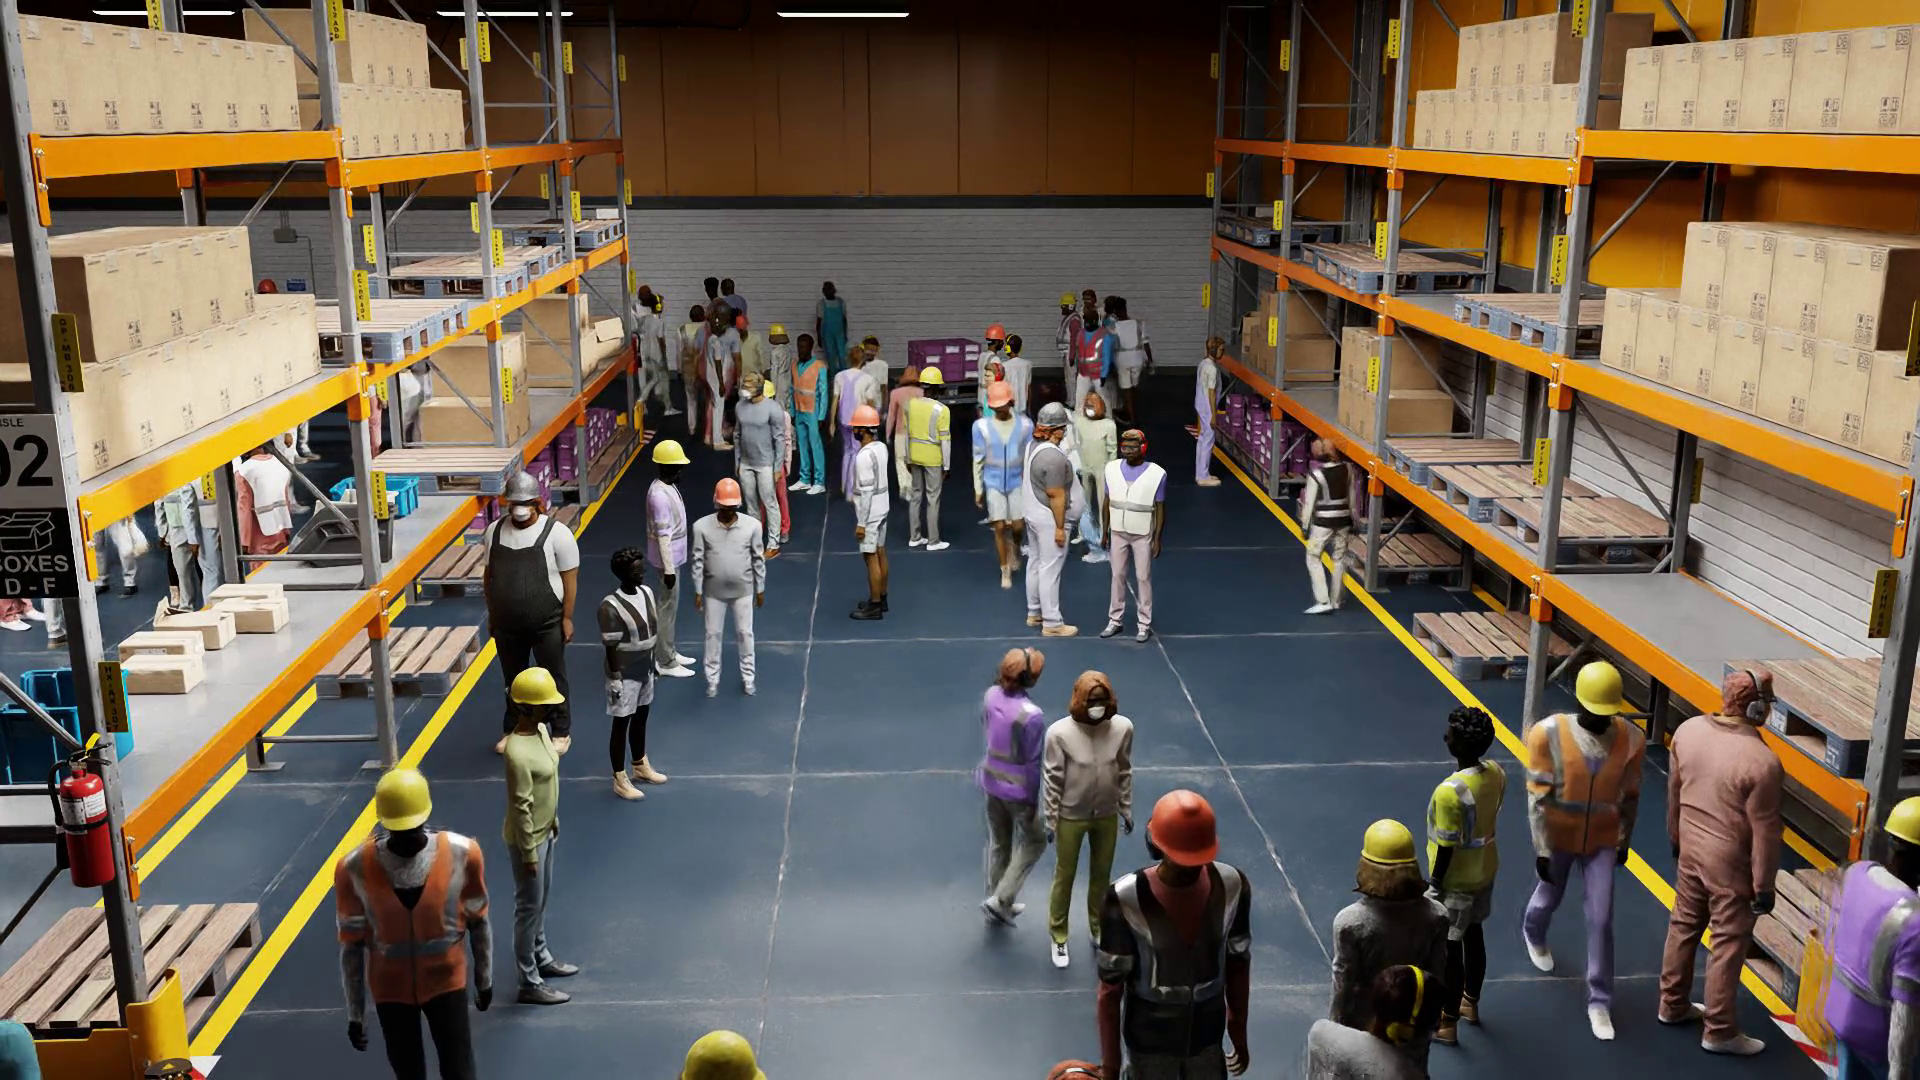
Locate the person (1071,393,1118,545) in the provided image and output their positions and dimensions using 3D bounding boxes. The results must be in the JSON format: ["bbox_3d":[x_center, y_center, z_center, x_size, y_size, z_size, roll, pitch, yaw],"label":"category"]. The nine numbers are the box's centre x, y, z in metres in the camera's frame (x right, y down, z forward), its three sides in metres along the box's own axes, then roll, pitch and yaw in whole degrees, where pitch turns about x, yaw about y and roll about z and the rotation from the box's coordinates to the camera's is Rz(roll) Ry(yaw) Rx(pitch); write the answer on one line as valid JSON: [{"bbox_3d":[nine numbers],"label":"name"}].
[{"bbox_3d":[1.400,-0.734,17.415,0.507,1.631,0.268,9,17,31],"label":"person"}]

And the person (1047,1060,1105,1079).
[{"bbox_3d":[0.321,2.368,4.752,0.575,1.880,0.351,1,14,5],"label":"person"}]

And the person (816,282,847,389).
[{"bbox_3d":[-2.102,-3.357,27.373,0.515,1.800,0.628,-2,14,-9],"label":"person"}]

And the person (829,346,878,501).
[{"bbox_3d":[-1.219,-1.367,19.551,0.529,1.816,0.558,6,16,24],"label":"person"}]

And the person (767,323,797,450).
[{"bbox_3d":[-2.413,-2.040,22.342,0.339,1.737,0.484,5,15,19],"label":"person"}]

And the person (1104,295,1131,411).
[{"bbox_3d":[2.362,-2.783,25.091,0.438,1.827,0.688,9,17,31],"label":"person"}]

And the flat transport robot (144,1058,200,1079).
[{"bbox_3d":[-3.408,2.634,6.909,0.652,0.197,1.431,1,14,5],"label":"flat transport robot"}]

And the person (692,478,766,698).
[{"bbox_3d":[-1.784,0.368,12.871,0.569,1.743,0.351,-2,14,-8],"label":"person"}]

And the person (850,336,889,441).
[{"bbox_3d":[-1.106,-1.627,20.521,0.533,1.829,0.582,3,15,10],"label":"person"}]

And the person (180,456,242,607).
[{"bbox_3d":[-6.422,-0.098,14.375,0.398,1.909,0.599,8,17,30],"label":"person"}]

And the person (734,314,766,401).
[{"bbox_3d":[-3.100,-2.428,23.976,0.590,1.685,0.871,0,14,-1],"label":"person"}]

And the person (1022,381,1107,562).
[{"bbox_3d":[1.044,-0.678,16.801,1.033,1.851,0.591,6,15,21],"label":"person"}]

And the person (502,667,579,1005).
[{"bbox_3d":[-2.135,1.488,8.436,0.340,1.762,0.525,0,14,-2],"label":"person"}]

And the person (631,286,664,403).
[{"bbox_3d":[-4.914,-3.073,26.169,0.603,1.849,0.665,-6,16,-23],"label":"person"}]

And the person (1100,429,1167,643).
[{"bbox_3d":[1.486,-0.048,14.295,0.564,1.846,0.389,7,16,24],"label":"person"}]

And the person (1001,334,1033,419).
[{"bbox_3d":[0.655,-1.573,20.252,0.504,1.864,0.333,-9,17,-32],"label":"person"}]

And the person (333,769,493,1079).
[{"bbox_3d":[-2.213,1.826,6.812,0.588,1.911,0.418,-4,15,-14],"label":"person"}]

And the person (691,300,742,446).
[{"bbox_3d":[-3.346,-2.330,22.864,0.713,2.000,1.070,6,16,24],"label":"person"}]

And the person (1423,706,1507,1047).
[{"bbox_3d":[2.420,1.618,8.062,0.318,1.693,0.535,13,19,41],"label":"person"}]

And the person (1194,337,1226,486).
[{"bbox_3d":[3.046,-1.567,20.289,0.353,1.835,0.518,-1,14,-5],"label":"person"}]

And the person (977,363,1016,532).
[{"bbox_3d":[0.434,-1.018,18.102,0.373,1.843,0.572,-5,15,-21],"label":"person"}]

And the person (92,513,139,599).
[{"bbox_3d":[-7.991,-0.331,15.478,0.594,1.823,0.417,1,14,4],"label":"person"}]

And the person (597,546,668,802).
[{"bbox_3d":[-2.168,0.865,11.010,0.318,1.697,0.533,6,15,22],"label":"person"}]

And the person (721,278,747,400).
[{"bbox_3d":[-3.640,-3.207,26.532,0.374,1.933,0.625,9,17,32],"label":"person"}]

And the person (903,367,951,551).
[{"bbox_3d":[-0.324,-0.845,17.291,0.581,1.919,0.394,10,17,34],"label":"person"}]

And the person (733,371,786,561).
[{"bbox_3d":[-2.051,-0.758,16.901,0.637,1.937,0.357,10,17,33],"label":"person"}]

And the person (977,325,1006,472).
[{"bbox_3d":[0.416,-1.703,20.634,0.386,1.929,0.543,-5,15,-20],"label":"person"}]

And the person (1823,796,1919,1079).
[{"bbox_3d":[3.616,1.903,6.511,0.411,1.904,0.601,0,14,-1],"label":"person"}]

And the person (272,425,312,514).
[{"bbox_3d":[-7.674,-1.274,18.904,0.403,1.948,0.605,-7,16,-26],"label":"person"}]

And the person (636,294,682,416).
[{"bbox_3d":[-4.550,-2.757,24.927,0.558,1.846,0.664,14,20,43],"label":"person"}]

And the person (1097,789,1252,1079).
[{"bbox_3d":[0.828,1.889,6.331,0.613,2.033,0.411,-4,15,-14],"label":"person"}]
